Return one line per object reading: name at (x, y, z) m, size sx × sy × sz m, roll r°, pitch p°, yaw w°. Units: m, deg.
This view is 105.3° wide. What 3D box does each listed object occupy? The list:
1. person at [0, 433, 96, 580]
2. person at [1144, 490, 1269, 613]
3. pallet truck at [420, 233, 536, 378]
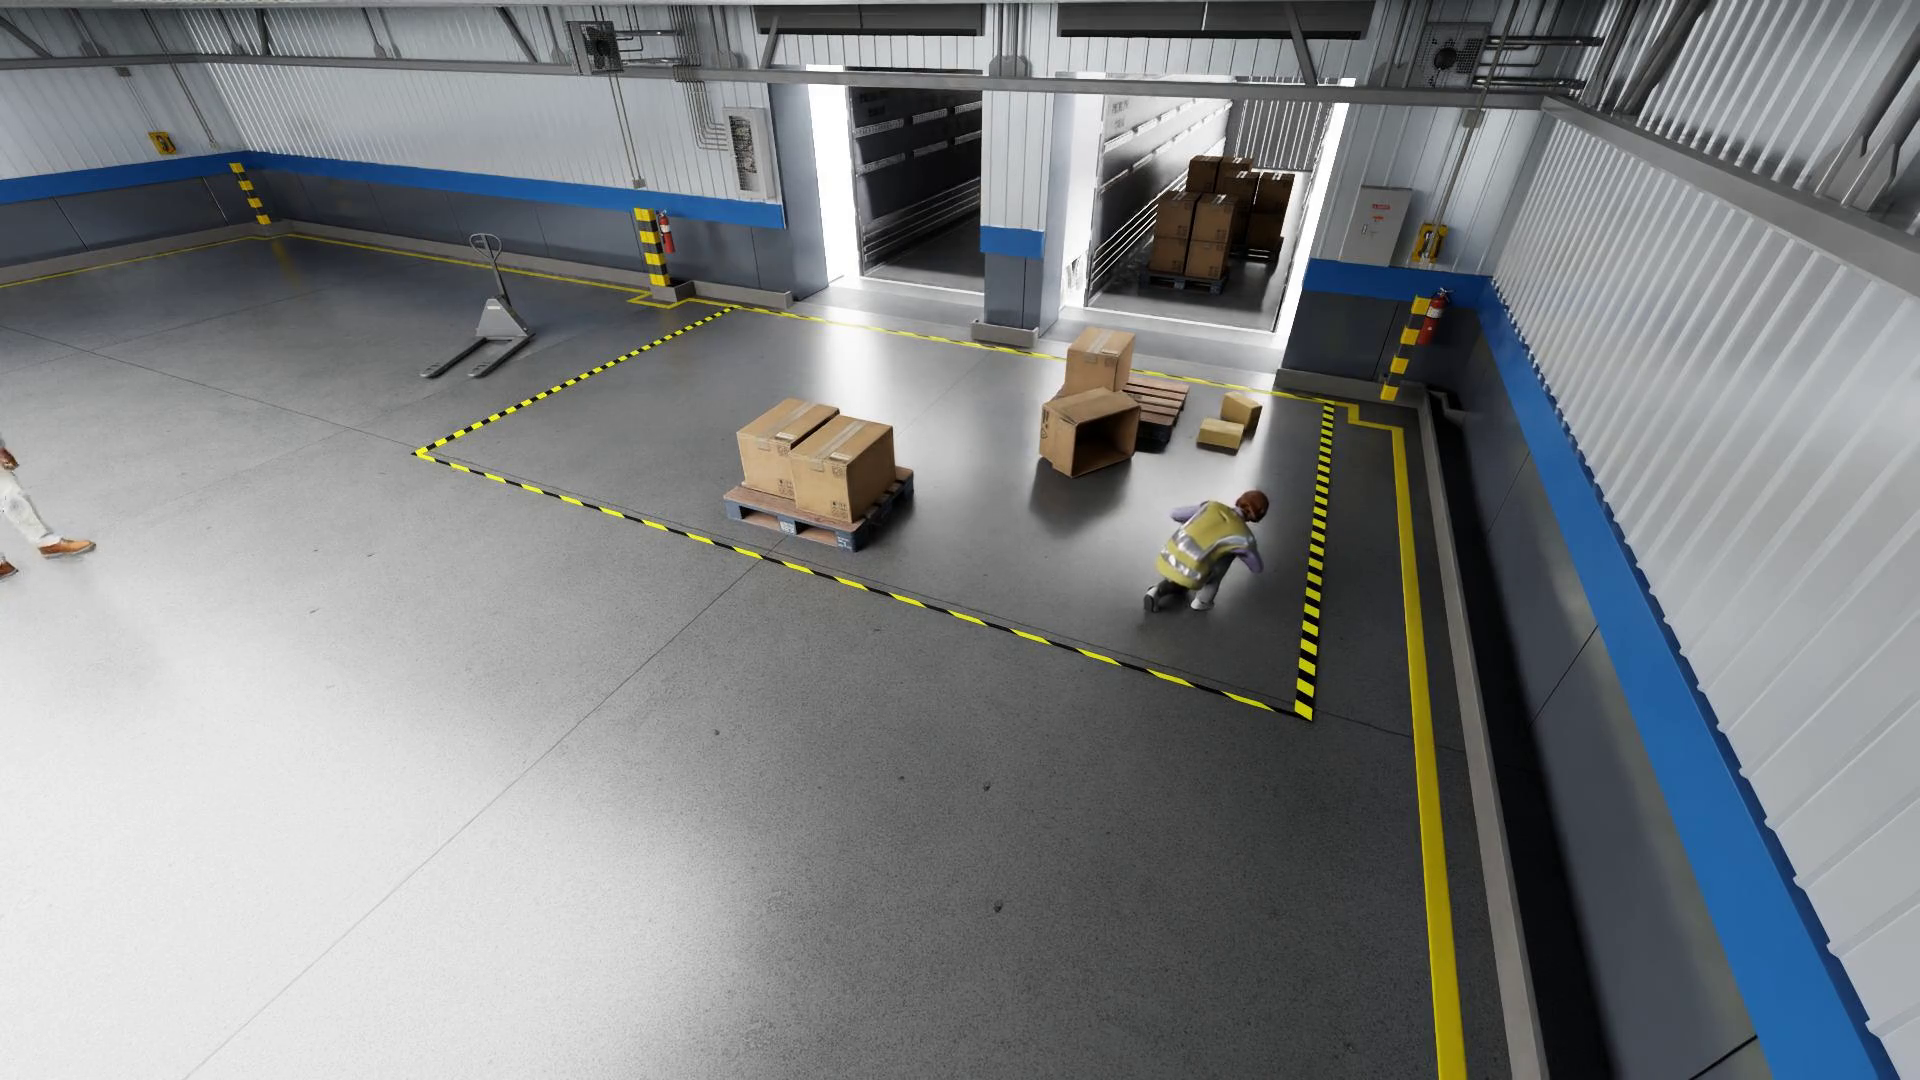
person at (-6.772, -0.539, 4.822) m, size 0.386 × 1.893 × 0.710 m, roll 21°, pitch 41°, yaw 27°
person at (1.600, 0.072, 4.927) m, size 0.863 × 0.842 × 0.684 m, roll -22°, pitch 41°, yaw -27°
pallet truck at (-5.664, -2.712, 8.427) m, size 0.680 × 1.201 × 1.601 m, roll 0°, pitch 35°, yaw -1°
